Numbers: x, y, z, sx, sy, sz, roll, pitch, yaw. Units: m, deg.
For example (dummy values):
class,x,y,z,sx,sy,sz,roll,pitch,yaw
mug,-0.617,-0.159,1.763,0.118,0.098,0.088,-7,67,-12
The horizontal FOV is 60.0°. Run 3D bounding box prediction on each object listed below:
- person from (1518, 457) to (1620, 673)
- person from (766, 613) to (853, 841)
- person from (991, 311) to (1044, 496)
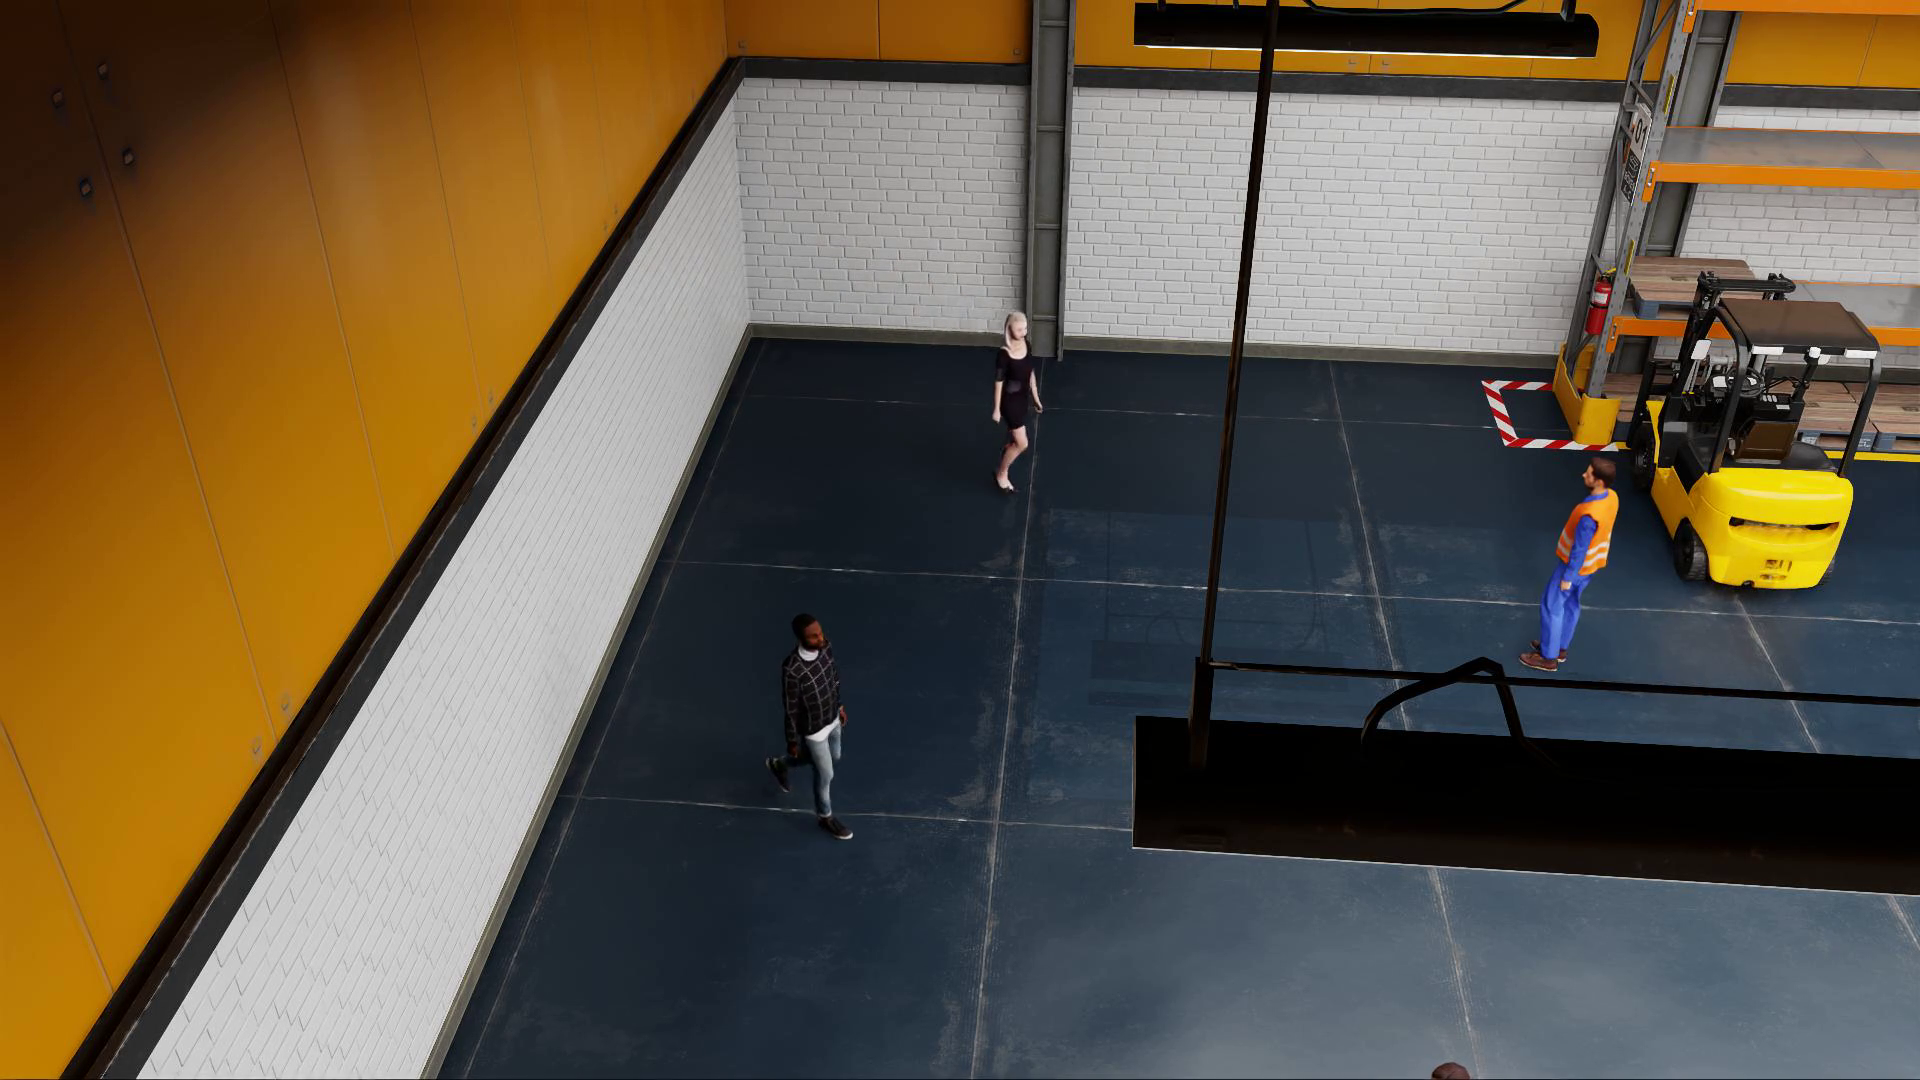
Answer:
class,x,y,z,sx,sy,sz,roll,pitch,yaw
person,4.774,0.191,12.703,0.858,1.860,0.835,23,40,30
person,-1.053,1.198,11.239,1.105,1.805,0.919,18,38,25
person,0.404,-1.232,14.882,0.732,1.820,0.687,21,39,28
